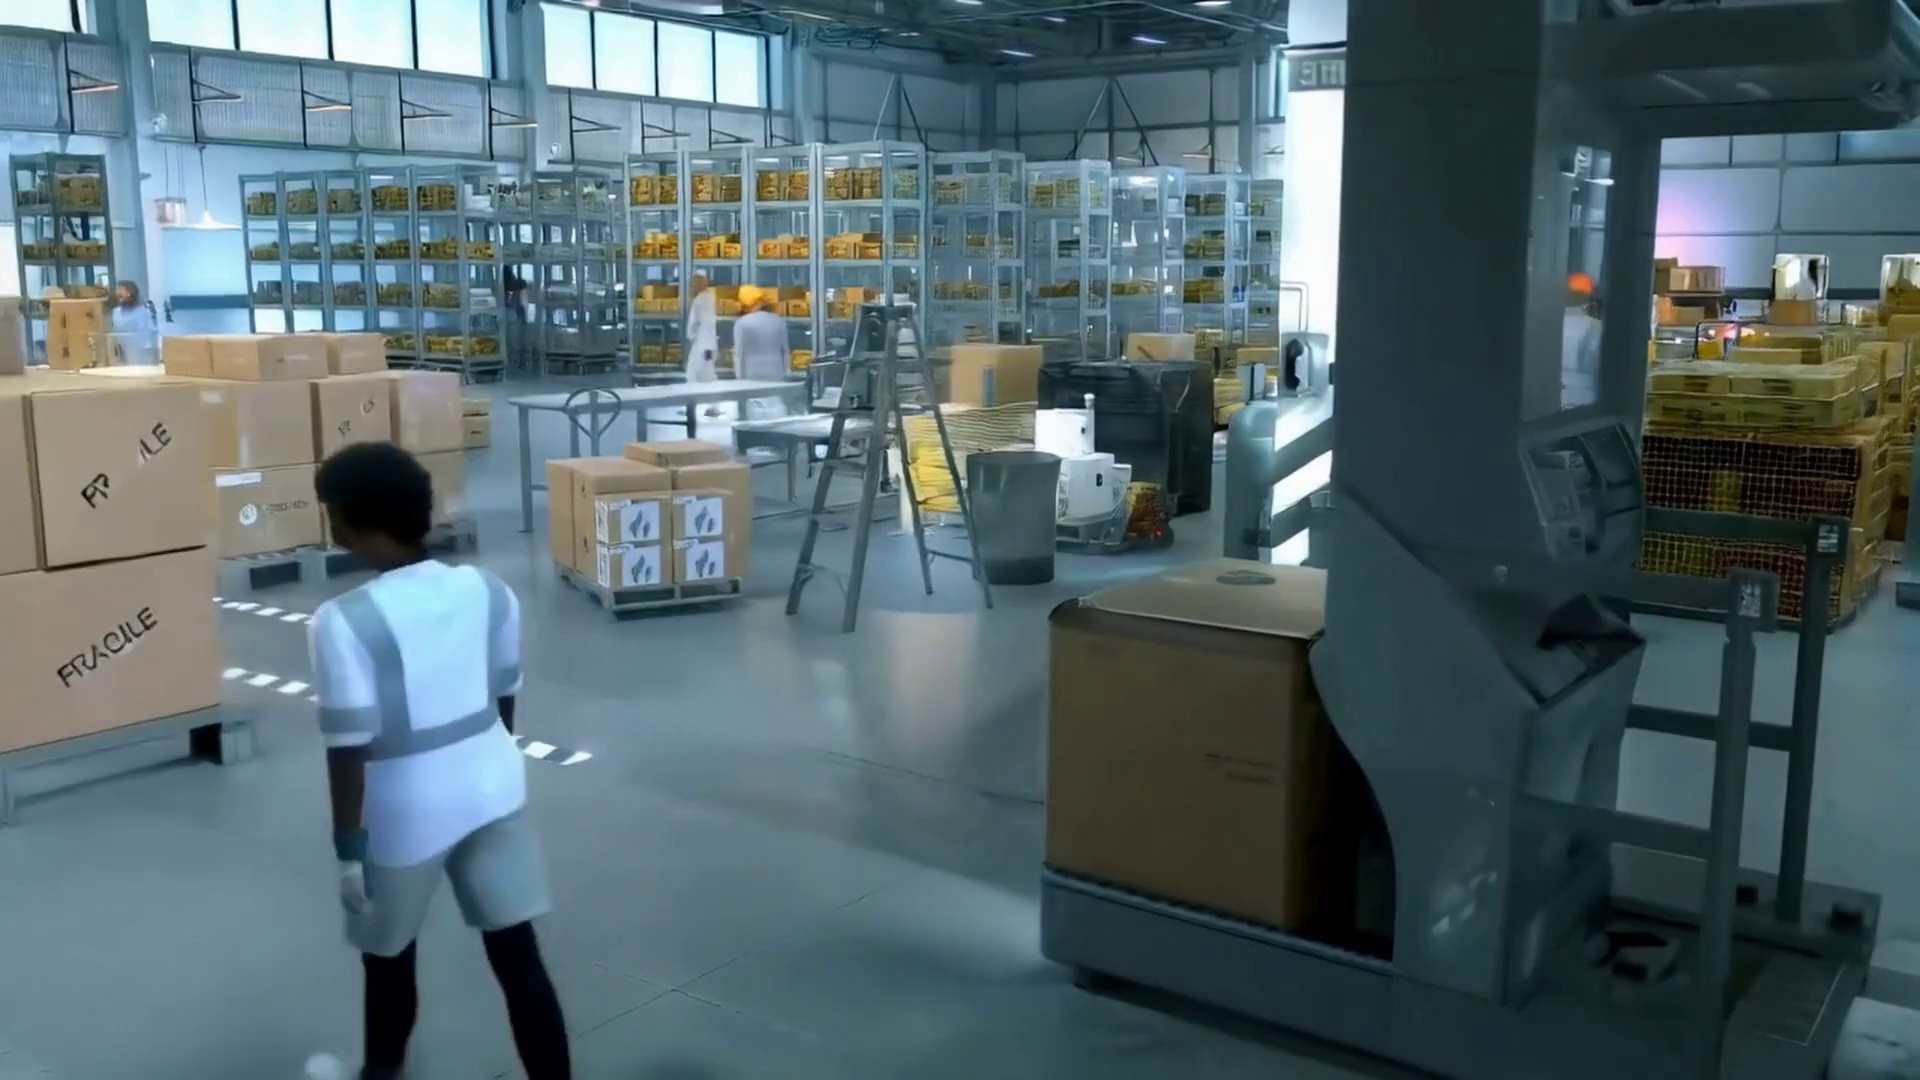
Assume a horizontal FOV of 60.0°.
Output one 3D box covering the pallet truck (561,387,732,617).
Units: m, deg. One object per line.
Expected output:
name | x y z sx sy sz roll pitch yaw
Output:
pallet truck | -1.981 -0.274 10.088 0.680 1.201 1.601 -5 11 -28

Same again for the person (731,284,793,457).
person | -1.994 -1.672 16.755 0.625 1.793 0.480 -4 10 -25

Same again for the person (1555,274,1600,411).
person | 5.128 -1.280 14.026 0.640 1.914 0.617 8 13 41

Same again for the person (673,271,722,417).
person | -3.436 -2.512 21.460 0.773 1.879 0.685 -1 10 -8

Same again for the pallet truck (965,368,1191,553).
pallet truck | 0.845 -0.609 11.869 1.630 1.274 0.653 7 12 35

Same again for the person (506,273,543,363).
person | -8.673 -4.370 32.843 0.959 1.779 0.595 7 12 37

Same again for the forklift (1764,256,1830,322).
forklift | 20.253 -5.854 40.139 1.157 1.987 2.680 7 12 35

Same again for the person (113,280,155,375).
person | -8.843 -1.883 17.897 0.575 1.829 0.641 5 11 28

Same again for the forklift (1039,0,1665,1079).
forklift | 1.249 -0.137 4.360 1.873 2.768 1.129 7 12 35

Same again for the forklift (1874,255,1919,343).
forklift | 22.089 -5.634 38.796 1.157 1.987 2.680 6 11 33

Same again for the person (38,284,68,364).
person | -10.516 -2.105 19.425 0.330 1.751 0.564 -7 12 -37

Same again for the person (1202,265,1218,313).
person | 7.321 -7.118 48.563 0.611 1.996 0.378 9 13 43

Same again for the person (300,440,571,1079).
person | -1.166 0.598 3.662 0.886 1.634 0.565 8 12 38
